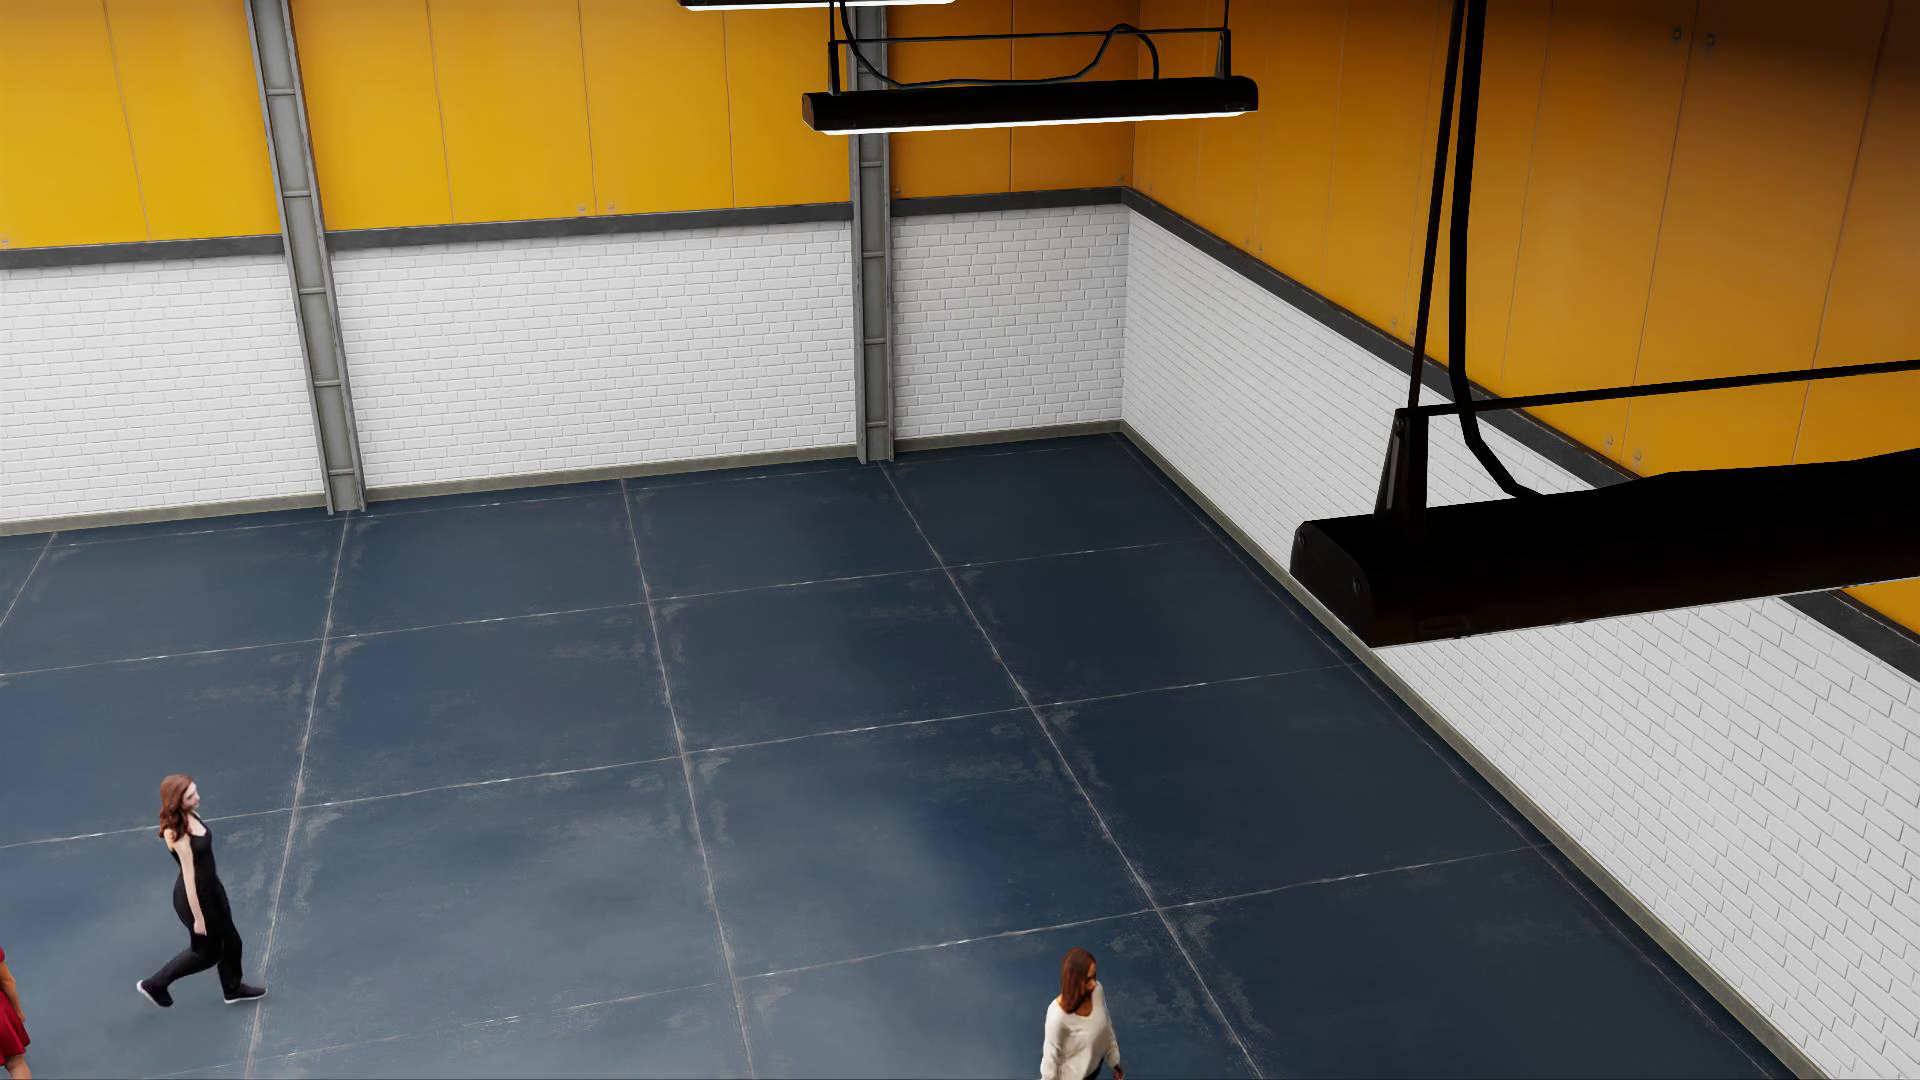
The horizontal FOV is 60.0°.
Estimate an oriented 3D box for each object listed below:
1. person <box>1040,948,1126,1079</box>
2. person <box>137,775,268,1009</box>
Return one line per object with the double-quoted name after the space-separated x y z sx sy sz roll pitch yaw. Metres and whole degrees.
0.550 2.878 9.042 1.092 1.639 1.072 16 28 32 "person"
-4.853 2.239 10.391 0.928 1.728 0.575 -6 24 -14 "person"
